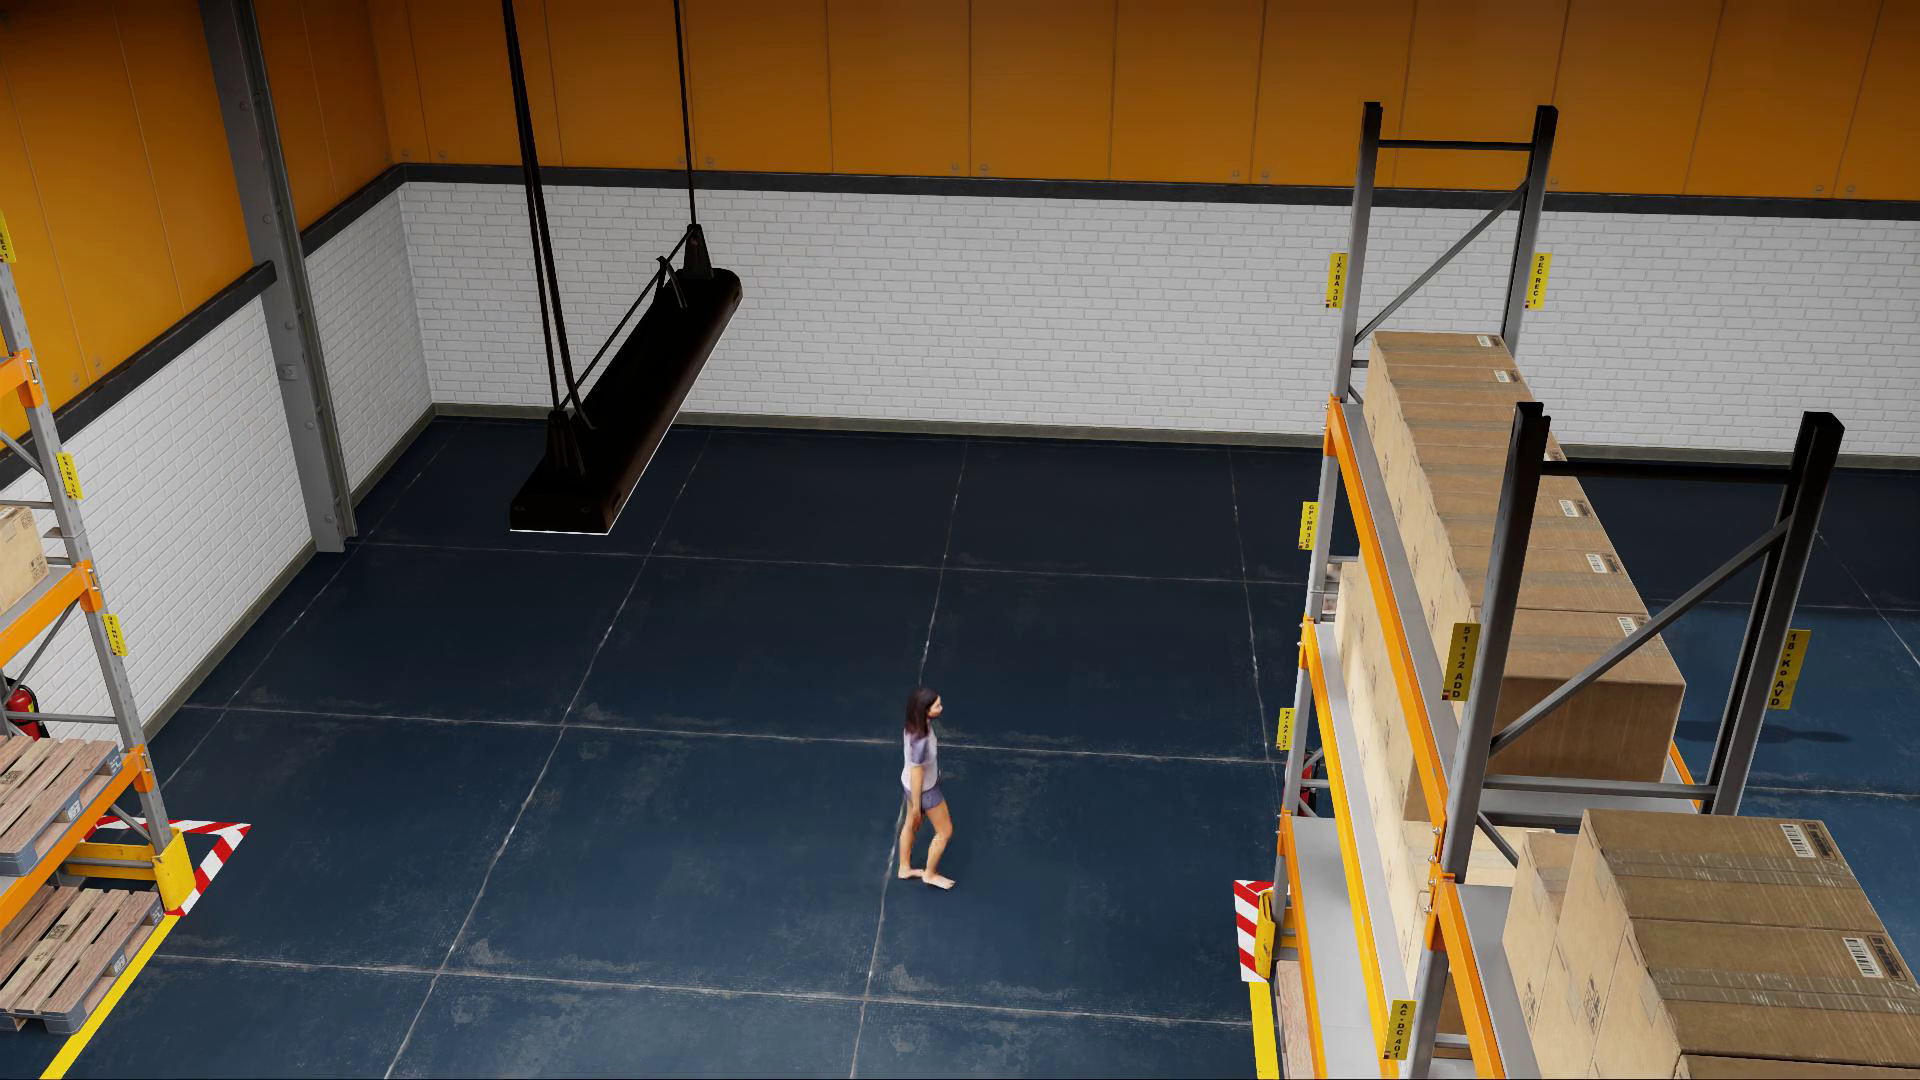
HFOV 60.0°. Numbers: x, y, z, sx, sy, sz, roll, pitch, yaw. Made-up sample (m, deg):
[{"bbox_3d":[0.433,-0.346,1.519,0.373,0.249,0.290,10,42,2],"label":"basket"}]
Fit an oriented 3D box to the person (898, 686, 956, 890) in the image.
[{"bbox_3d":[-0.366,1.793,12.067,0.726,1.719,0.637,-4,29,-7],"label":"person"}]
